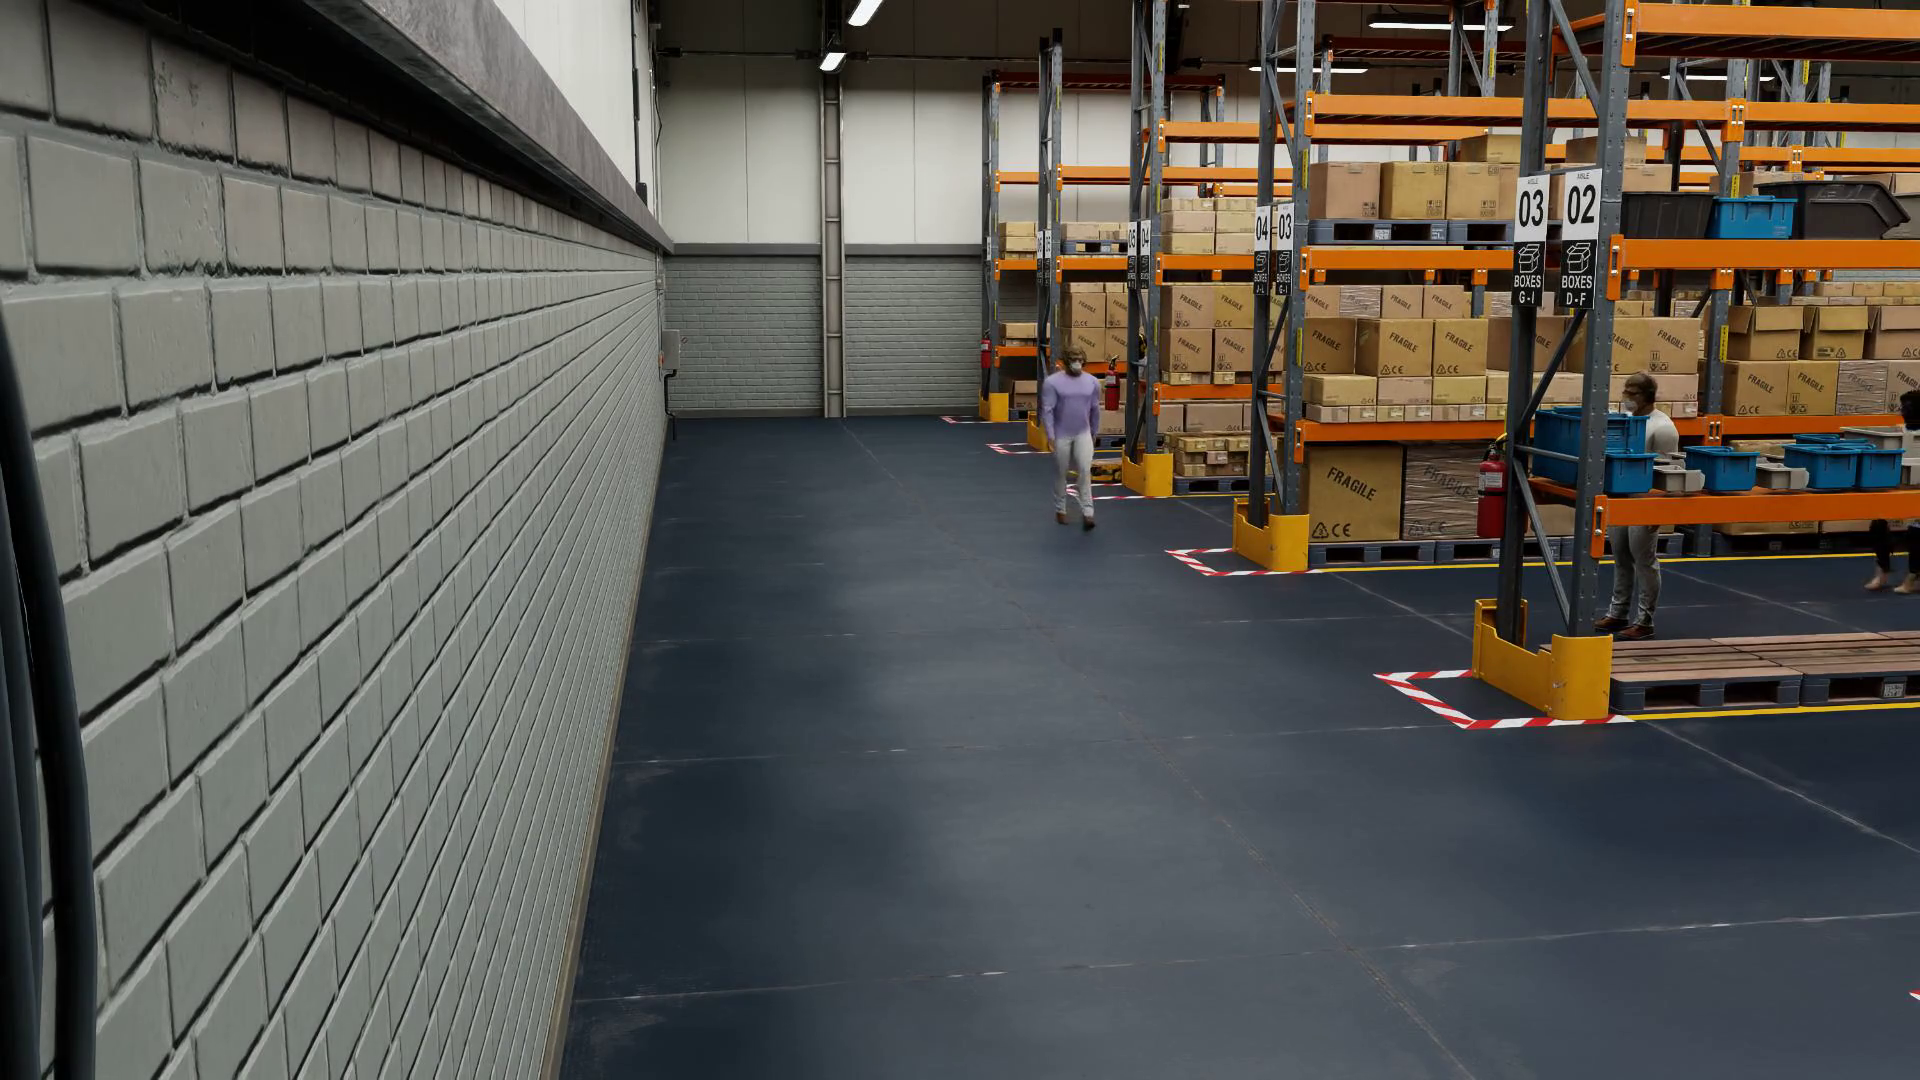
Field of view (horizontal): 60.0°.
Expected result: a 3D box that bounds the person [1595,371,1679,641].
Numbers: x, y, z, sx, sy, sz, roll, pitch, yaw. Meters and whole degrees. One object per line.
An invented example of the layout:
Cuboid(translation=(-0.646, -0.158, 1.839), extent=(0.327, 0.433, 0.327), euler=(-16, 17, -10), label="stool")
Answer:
Cuboid(translation=(4.866, -0.247, 11.991), extent=(0.372, 1.939, 0.631), euler=(-3, 10, -16), label="person")

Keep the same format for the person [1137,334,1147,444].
Cuboid(translation=(2.278, -1.669, 21.015), extent=(0.325, 1.860, 0.515), euler=(-2, 9, -11), label="person")

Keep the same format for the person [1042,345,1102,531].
Cuboid(translation=(1.152, -1.051, 17.110), extent=(0.639, 1.889, 1.001), euler=(-1, 9, -7), label="person")

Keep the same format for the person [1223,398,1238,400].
Cuboid(translation=(4.514, -2.734, 27.192), extent=(0.712, 1.977, 0.659), euler=(-1, 9, -9), label="person")

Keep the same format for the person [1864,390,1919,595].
Cuboid(translation=(7.656, -0.374, 13.511), extent=(0.552, 1.678, 0.547), euler=(-4, 10, -24), label="person")

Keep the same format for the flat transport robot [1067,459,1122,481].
Cuboid(translation=(2.125, -0.918, 21.255), extent=(1.431, 0.197, 0.652), euler=(-5, 10, -27), label="flat transport robot")
